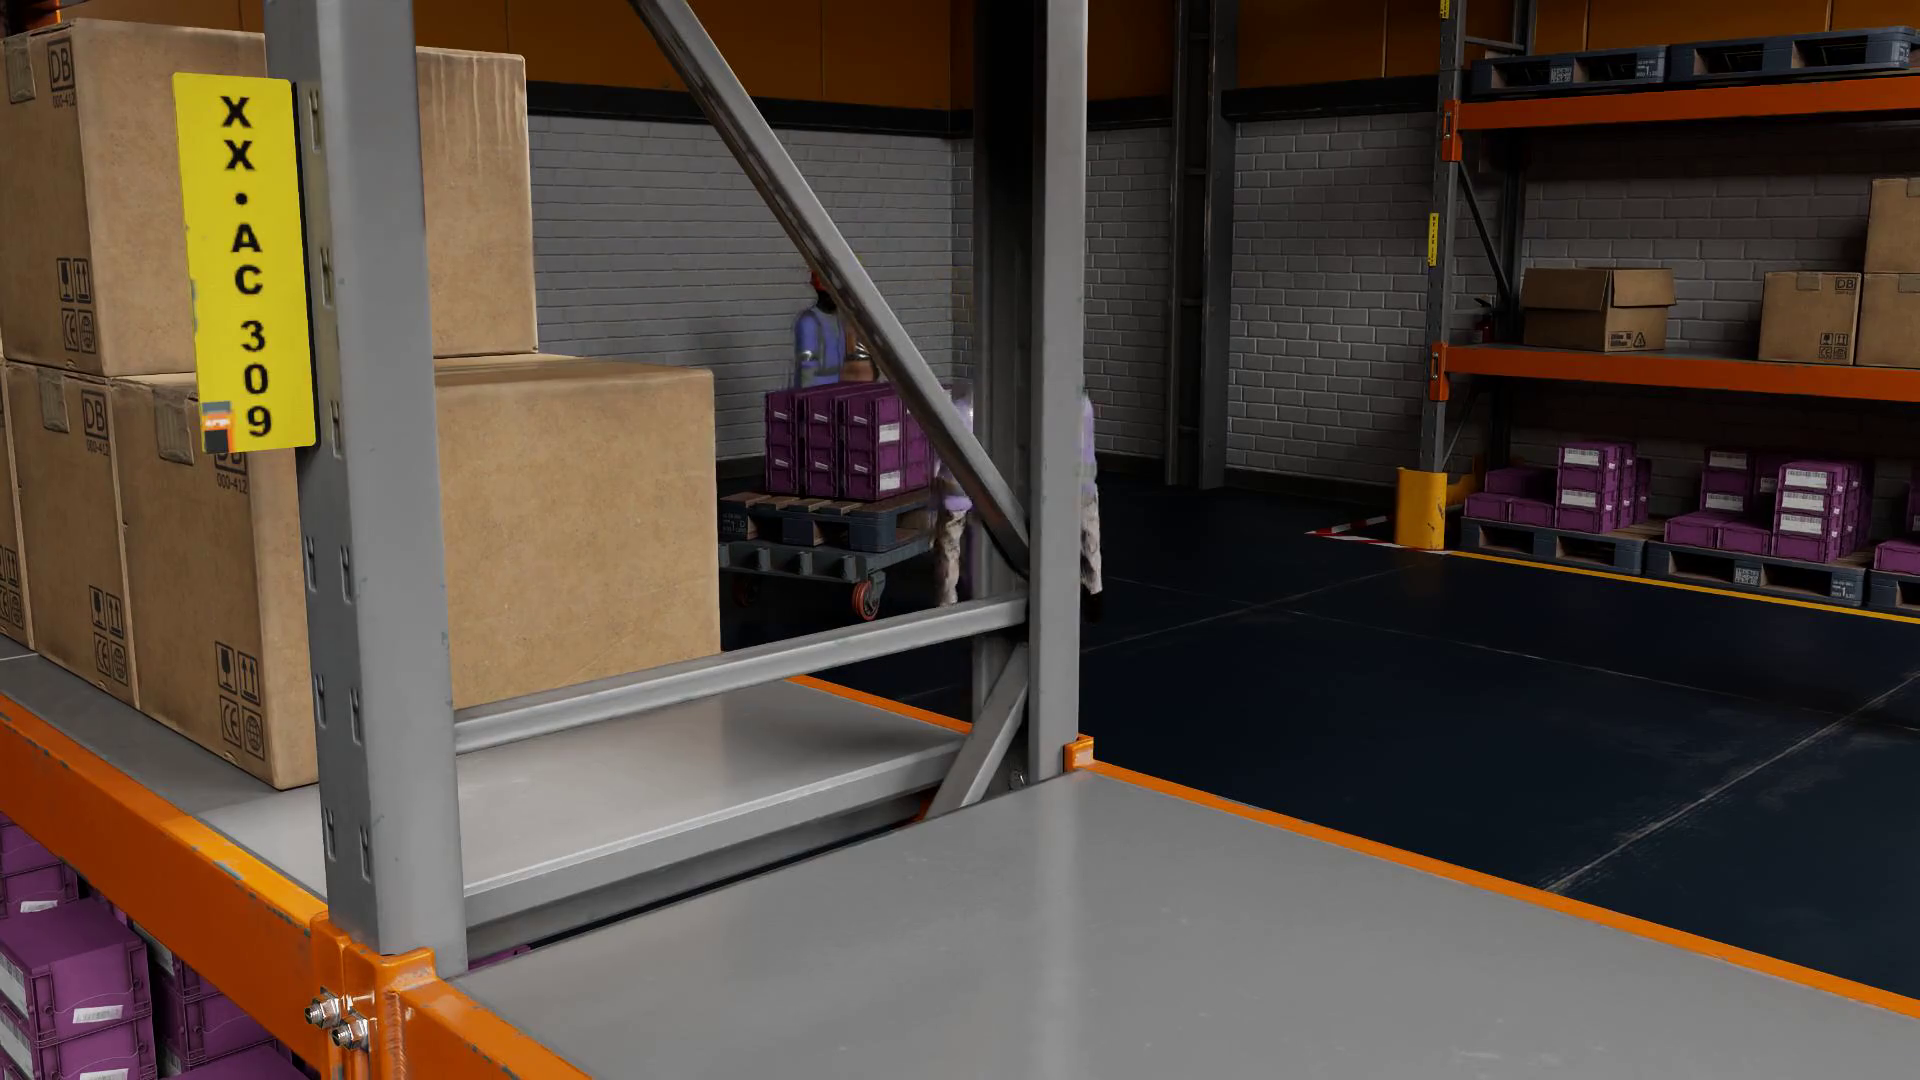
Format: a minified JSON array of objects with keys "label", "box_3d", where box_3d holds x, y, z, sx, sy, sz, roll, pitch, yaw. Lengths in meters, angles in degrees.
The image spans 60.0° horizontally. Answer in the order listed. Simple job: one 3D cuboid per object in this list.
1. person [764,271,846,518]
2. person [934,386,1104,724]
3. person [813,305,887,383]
[{"label":"person","box_3d":[-0.962,-0.968,11.321,0.994,1.871,0.614,5,12,26]},{"label":"person","box_3d":[0.164,0.088,5.488,0.598,1.891,0.939,-8,13,-36]},{"label":"person","box_3d":[-0.814,-1.128,12.117,0.614,1.891,0.599,6,12,28]}]
